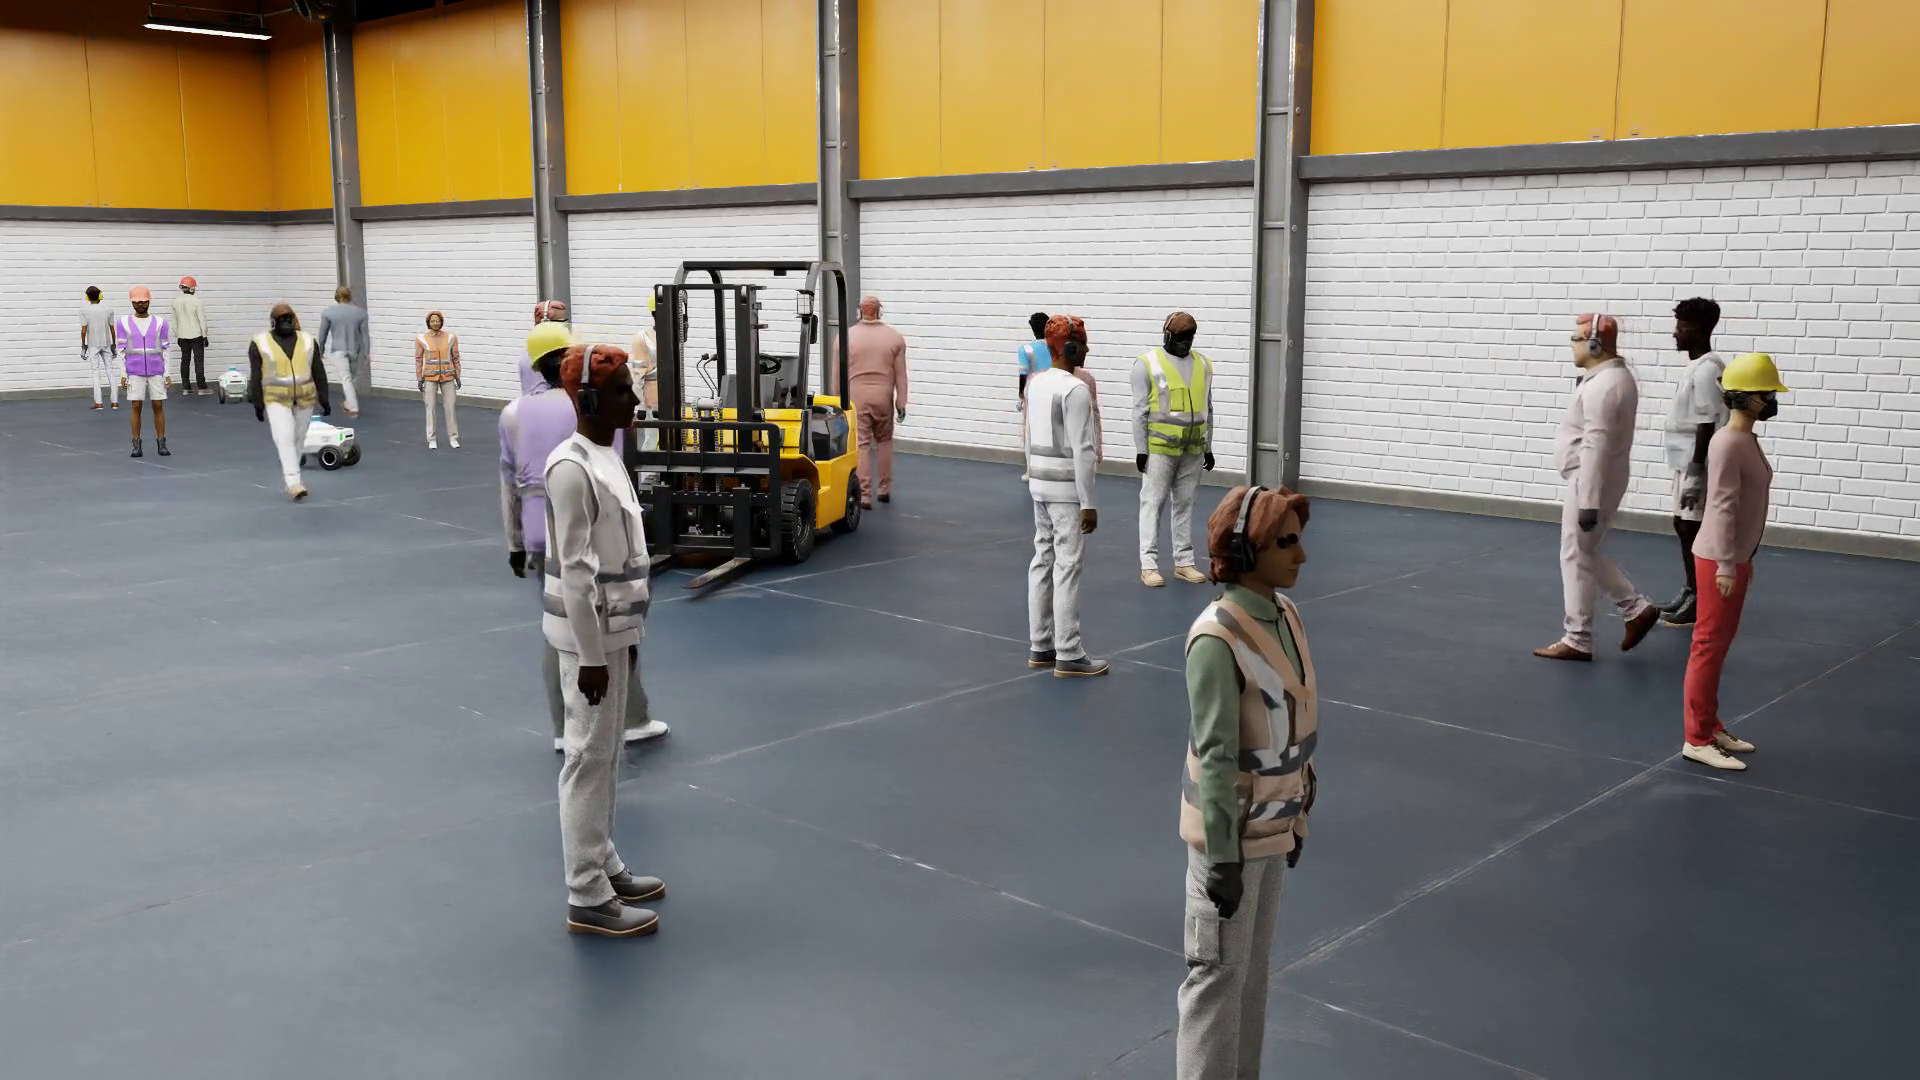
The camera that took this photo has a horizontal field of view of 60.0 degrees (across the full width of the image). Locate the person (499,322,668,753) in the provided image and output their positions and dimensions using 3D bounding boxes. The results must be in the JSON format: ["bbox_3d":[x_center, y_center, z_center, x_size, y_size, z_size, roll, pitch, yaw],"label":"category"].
[{"bbox_3d":[-1.716,-0.010,7.332,0.672,1.889,0.428,3,10,16],"label":"person"}]

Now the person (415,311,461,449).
[{"bbox_3d":[-6.161,-1.889,19.646,0.519,1.633,0.313,-5,10,-26],"label":"person"}]

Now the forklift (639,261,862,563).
[{"bbox_3d":[-1.552,-1.040,12.721,1.214,2.155,2.313,2,9,11],"label":"forklift"}]

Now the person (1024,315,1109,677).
[{"bbox_3d":[0.543,-0.227,8.692,0.356,1.882,0.574,-5,10,-27],"label":"person"}]

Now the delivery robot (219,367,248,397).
[{"bbox_3d":[-11.542,-2.502,26.411,0.477,0.478,0.707,-5,11,-29],"label":"delivery robot"}]

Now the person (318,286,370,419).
[{"bbox_3d":[-8.779,-2.674,23.717,0.631,1.872,1.080,-8,12,-41],"label":"person"}]

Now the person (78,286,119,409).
[{"bbox_3d":[-13.035,-2.903,25.156,0.519,1.865,0.335,-9,13,-42],"label":"person"}]

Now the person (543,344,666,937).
[{"bbox_3d":[-1.153,0.316,5.358,0.354,1.883,0.573,0,9,-3],"label":"person"}]

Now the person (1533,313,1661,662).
[{"bbox_3d":[3.441,-0.270,8.923,0.513,1.890,0.662,5,11,30],"label":"person"}]

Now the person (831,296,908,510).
[{"bbox_3d":[-0.823,-1.238,14.893,0.667,1.875,0.826,-1,9,-9],"label":"person"}]

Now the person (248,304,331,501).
[{"bbox_3d":[-6.166,-1.270,15.349,0.636,1.794,0.953,-7,12,-37],"label":"person"}]

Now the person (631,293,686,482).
[{"bbox_3d":[-2.619,-1.230,14.701,0.375,1.925,0.595,7,11,36],"label":"person"}]

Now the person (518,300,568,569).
[{"bbox_3d":[-2.886,-0.739,11.780,0.401,1.900,0.639,0,9,-2],"label":"person"}]

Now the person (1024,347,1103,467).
[{"bbox_3d":[0.754,-0.684,12.003,0.538,1.707,0.955,-3,10,-19],"label":"person"}]

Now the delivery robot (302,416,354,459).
[{"bbox_3d":[-6.834,-1.078,17.678,0.707,0.478,0.477,1,9,4],"label":"delivery robot"}]

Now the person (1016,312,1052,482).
[{"bbox_3d":[0.806,-1.411,16.527,0.531,1.692,0.320,-4,10,-21],"label":"person"}]

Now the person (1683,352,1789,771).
[{"bbox_3d":[3.320,0.084,7.134,0.321,1.769,0.523,6,11,33],"label":"person"}]

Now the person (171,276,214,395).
[{"bbox_3d":[-12.941,-3.435,28.013,0.609,1.995,0.376,2,9,10],"label":"person"}]

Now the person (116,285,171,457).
[{"bbox_3d":[-9.215,-1.907,18.818,0.543,1.939,0.356,-5,11,-30],"label":"person"}]

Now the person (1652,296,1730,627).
[{"bbox_3d":[4.357,-0.457,9.856,0.364,1.964,0.631,3,10,17],"label":"person"}]

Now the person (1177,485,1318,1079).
[{"bbox_3d":[0.658,0.686,3.833,0.308,1.641,0.514,5,10,26],"label":"person"}]

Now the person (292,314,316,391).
[{"bbox_3d":[-7.647,-1.796,19.070,0.507,1.632,0.275,-4,10,-22],"label":"person"}]

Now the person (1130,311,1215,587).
[{"bbox_3d":[1.448,-0.611,11.186,0.621,1.838,0.429,-4,10,-24],"label":"person"}]
